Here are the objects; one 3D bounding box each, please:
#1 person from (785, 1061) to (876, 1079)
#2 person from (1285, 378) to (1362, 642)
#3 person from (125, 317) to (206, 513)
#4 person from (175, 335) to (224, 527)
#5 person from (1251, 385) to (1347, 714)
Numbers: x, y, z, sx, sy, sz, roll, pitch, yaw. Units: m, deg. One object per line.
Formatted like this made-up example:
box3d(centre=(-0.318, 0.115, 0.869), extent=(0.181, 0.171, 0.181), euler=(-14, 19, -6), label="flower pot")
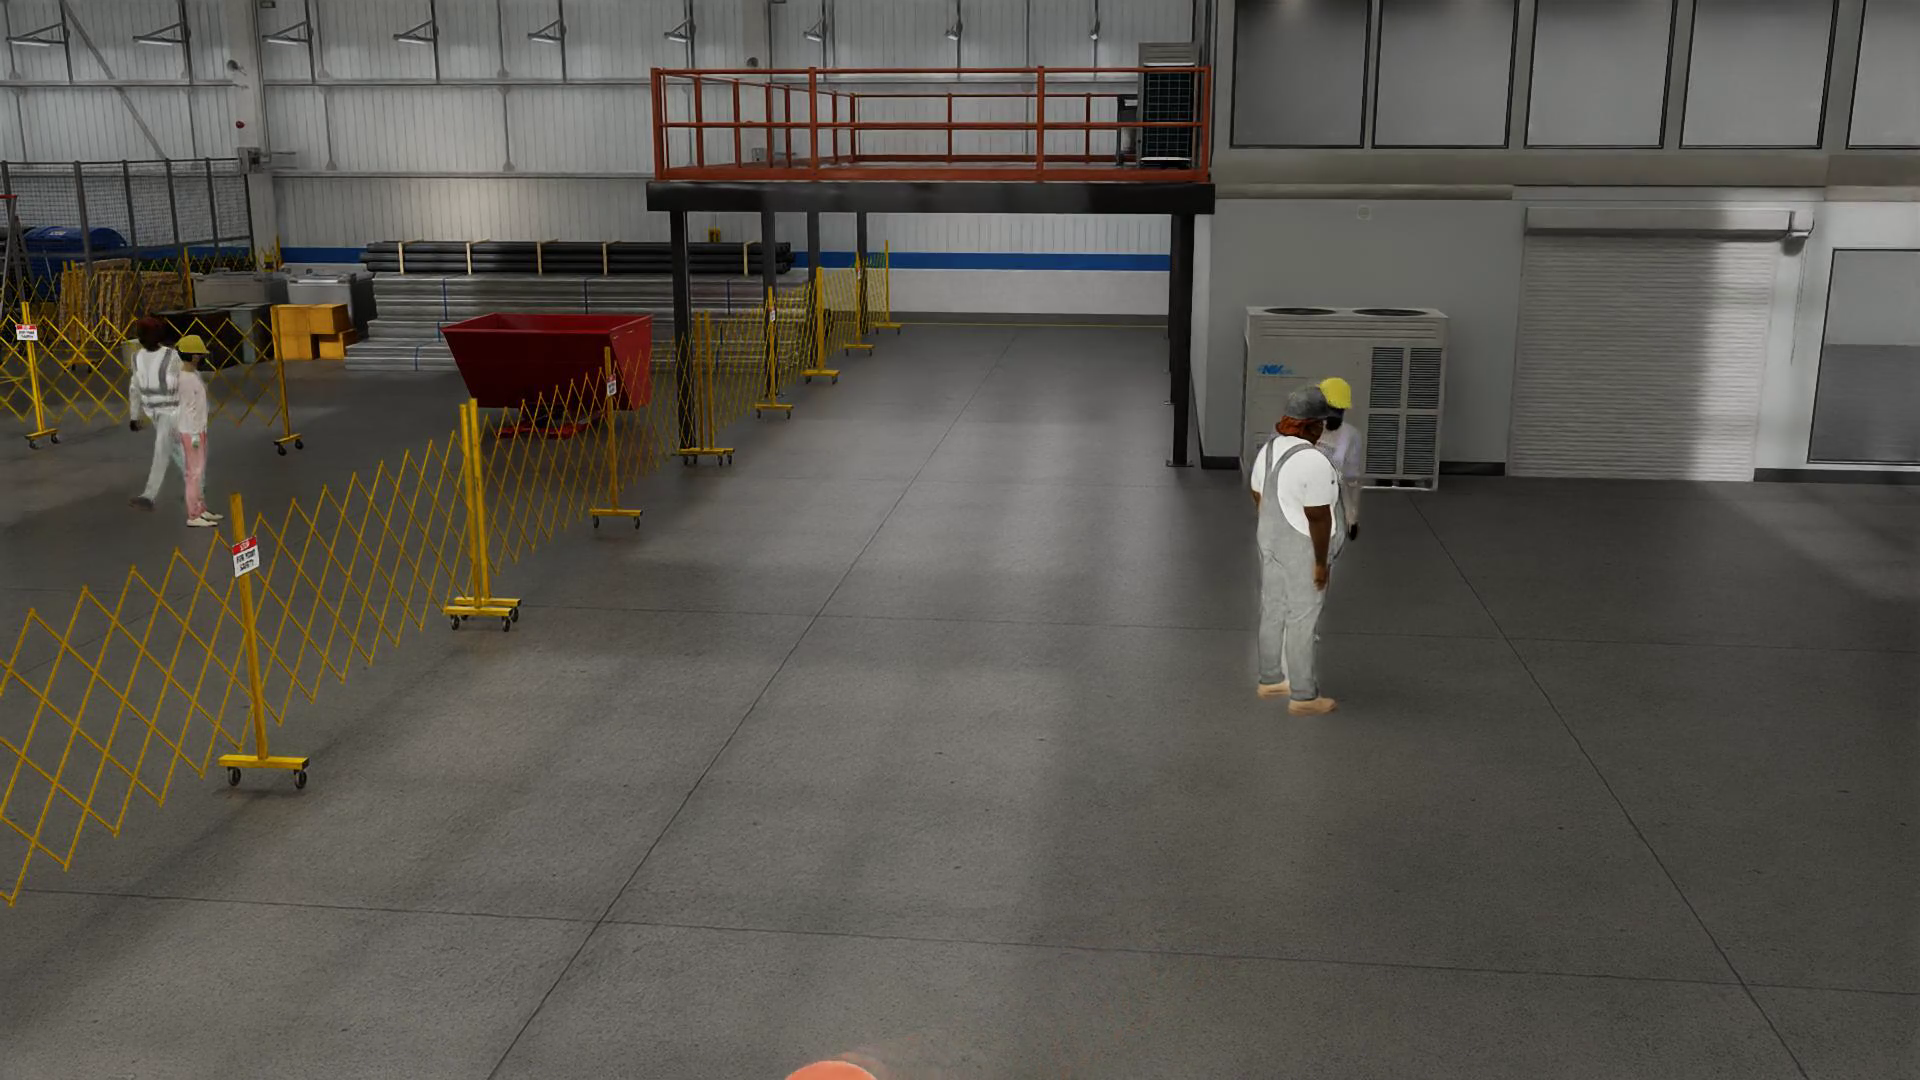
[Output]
box3d(centre=(-0.143, 1.851, 3.246), extent=(0.551, 1.912, 0.707), euler=(11, 17, 37), label="person")
box3d(centre=(2.514, -0.196, 11.628), extent=(0.605, 1.897, 0.551), euler=(-4, 14, -16), label="person")
box3d(centre=(-7.672, -1.204, 15.889), extent=(0.599, 1.827, 1.002), euler=(5, 15, 20), label="person")
box3d(centre=(-6.968, -0.998, 15.211), extent=(0.344, 1.756, 0.518), euler=(-4, 14, -18), label="person")
box3d(centre=(2.131, 0.047, 10.349), extent=(0.536, 2.000, 0.681), euler=(-5, 15, -21), label="person")
